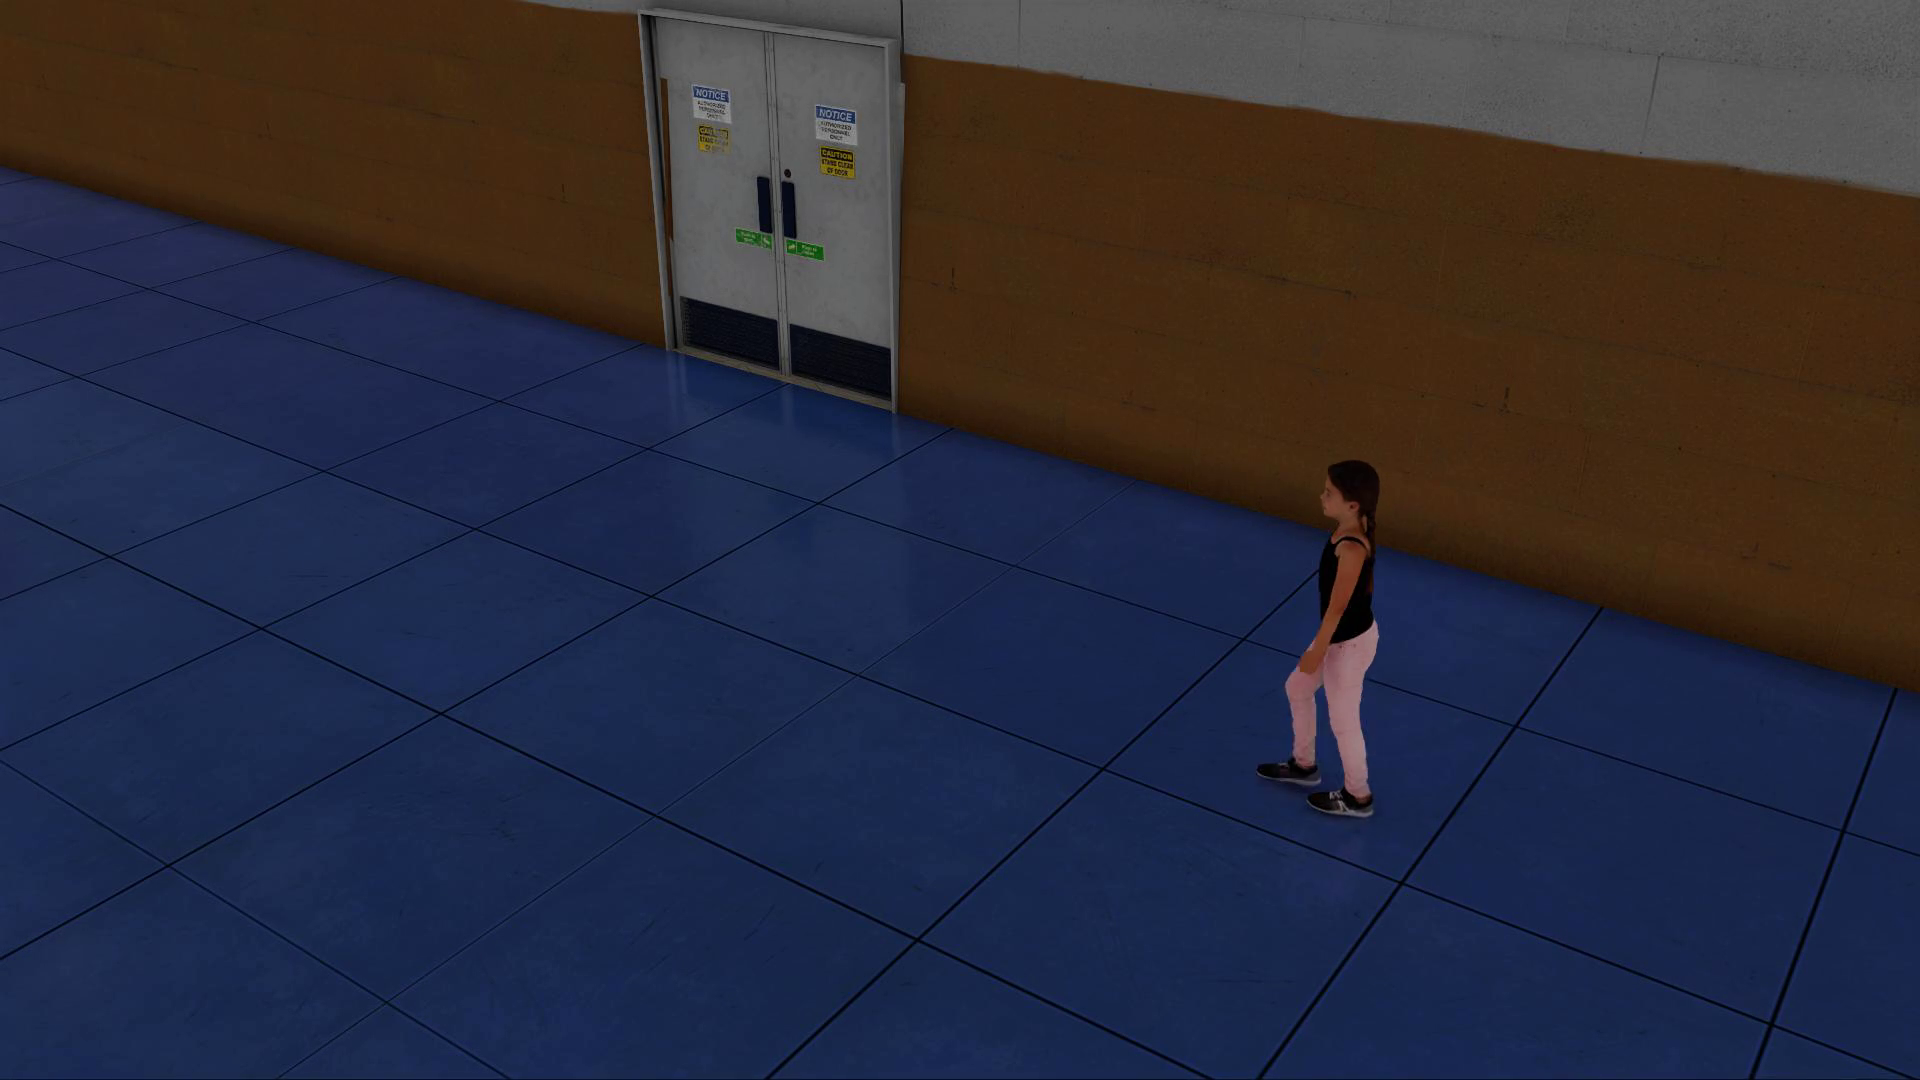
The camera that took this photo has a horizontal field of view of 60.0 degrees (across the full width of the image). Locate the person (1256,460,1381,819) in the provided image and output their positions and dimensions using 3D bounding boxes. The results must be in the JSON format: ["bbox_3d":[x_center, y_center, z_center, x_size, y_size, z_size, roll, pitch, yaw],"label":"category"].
[{"bbox_3d":[1.568,0.409,6.492,0.728,1.547,0.734,7,28,13],"label":"person"}]
